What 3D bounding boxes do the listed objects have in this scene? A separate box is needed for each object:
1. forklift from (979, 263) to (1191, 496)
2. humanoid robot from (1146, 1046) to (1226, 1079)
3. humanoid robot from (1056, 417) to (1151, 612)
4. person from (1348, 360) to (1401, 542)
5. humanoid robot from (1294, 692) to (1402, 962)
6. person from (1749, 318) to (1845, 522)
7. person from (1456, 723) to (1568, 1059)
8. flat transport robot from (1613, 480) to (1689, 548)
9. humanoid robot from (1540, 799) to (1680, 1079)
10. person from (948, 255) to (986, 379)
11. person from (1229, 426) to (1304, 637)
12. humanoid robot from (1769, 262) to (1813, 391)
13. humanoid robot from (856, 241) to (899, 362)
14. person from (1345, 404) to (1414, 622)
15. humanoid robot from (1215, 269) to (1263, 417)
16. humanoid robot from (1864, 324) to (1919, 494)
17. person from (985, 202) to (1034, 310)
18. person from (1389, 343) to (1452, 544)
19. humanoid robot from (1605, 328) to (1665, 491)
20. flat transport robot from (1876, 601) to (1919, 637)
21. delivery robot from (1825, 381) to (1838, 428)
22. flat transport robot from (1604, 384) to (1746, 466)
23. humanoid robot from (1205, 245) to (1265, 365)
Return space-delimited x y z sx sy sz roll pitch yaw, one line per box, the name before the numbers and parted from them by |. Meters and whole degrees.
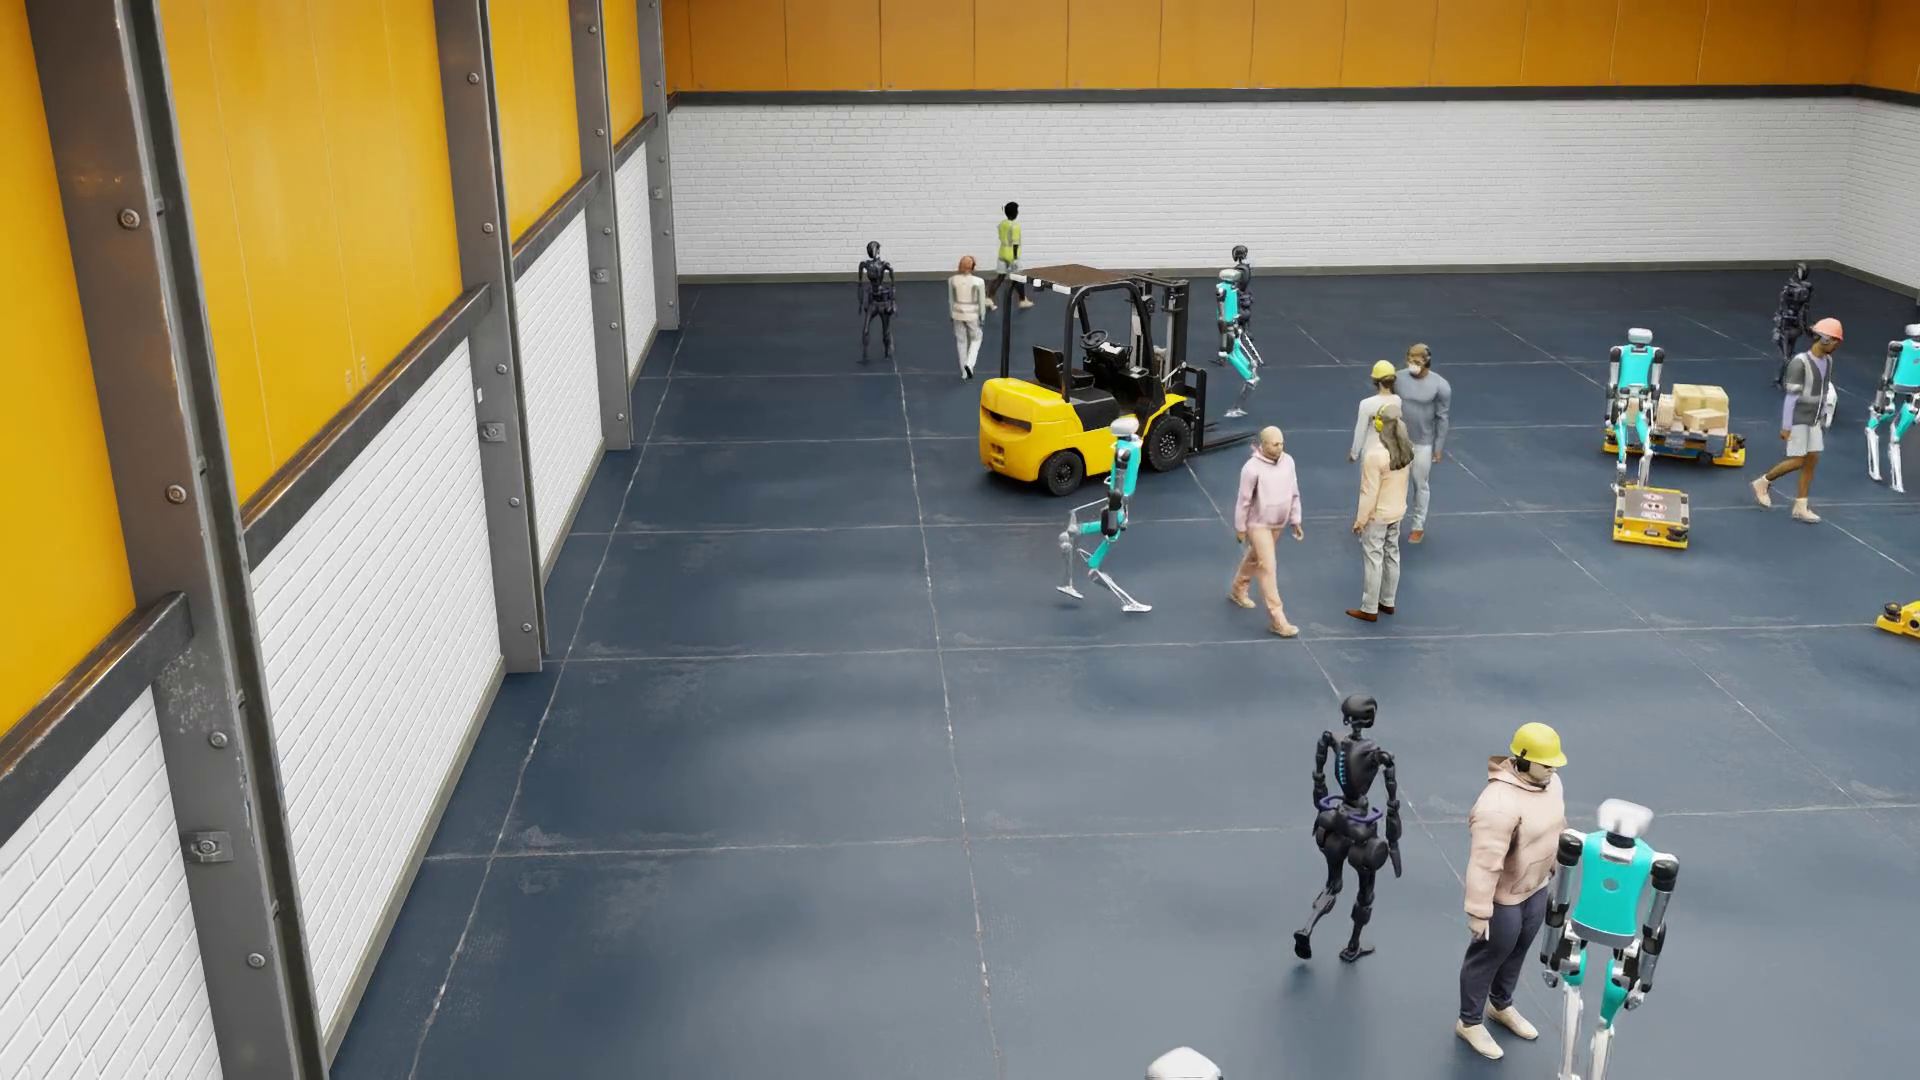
forklift | 1.315 -1.764 17.646 2.313 2.155 1.214 -14 24 -33
humanoid robot | 0.993 2.723 6.027 0.896 1.734 0.531 16 25 37
humanoid robot | 1.137 -0.193 14.102 1.041 1.769 0.539 6 21 17
person | 3.966 -0.817 15.718 0.543 1.762 0.453 -9 22 -22
humanoid robot | 2.134 1.618 9.183 0.556 1.635 0.598 -17 26 -39
person | 8.317 -1.183 16.345 0.640 1.990 0.663 -11 23 -26
person | 2.820 1.761 8.530 0.790 1.859 0.428 -16 26 -37
flat transport robot | 6.783 -0.254 16.319 0.659 0.231 1.431 8 22 20
humanoid robot | 3.121 2.010 8.080 0.549 1.831 0.701 10 22 26
person | 0.073 -2.844 21.413 0.514 1.624 0.456 6 21 16
person | 2.564 -0.132 13.887 0.507 1.727 0.992 -12 23 -29
humanoid robot | 10.430 -2.688 20.911 0.611 1.647 0.387 -9 22 -23
humanoid robot | -1.116 -3.166 22.234 0.615 1.637 0.630 9 22 23
person | 3.538 -0.223 13.908 0.553 1.877 0.403 -15 25 -35
humanoid robot | 3.351 -2.326 19.794 0.681 1.764 0.537 10 22 25
humanoid robot | 9.748 -1.410 17.331 0.554 1.779 0.835 2 20 7
person | 0.732 -4.345 25.442 0.862 1.655 0.537 -13 24 -32
person | 4.269 -0.920 15.715 0.634 1.936 0.355 15 25 35
humanoid robot | 6.835 -1.178 16.768 0.531 1.770 0.997 3 20 7
flat transport robot | 8.326 0.783 13.495 0.659 0.231 1.431 -13 24 -31
delivery robot | 10.193 -1.680 19.780 0.499 0.589 0.784 8 21 20
flat transport robot | 7.976 -1.074 18.553 1.431 0.231 0.659 9 22 23
humanoid robot | 3.718 -3.111 22.125 0.784 1.621 0.610 7 21 17
